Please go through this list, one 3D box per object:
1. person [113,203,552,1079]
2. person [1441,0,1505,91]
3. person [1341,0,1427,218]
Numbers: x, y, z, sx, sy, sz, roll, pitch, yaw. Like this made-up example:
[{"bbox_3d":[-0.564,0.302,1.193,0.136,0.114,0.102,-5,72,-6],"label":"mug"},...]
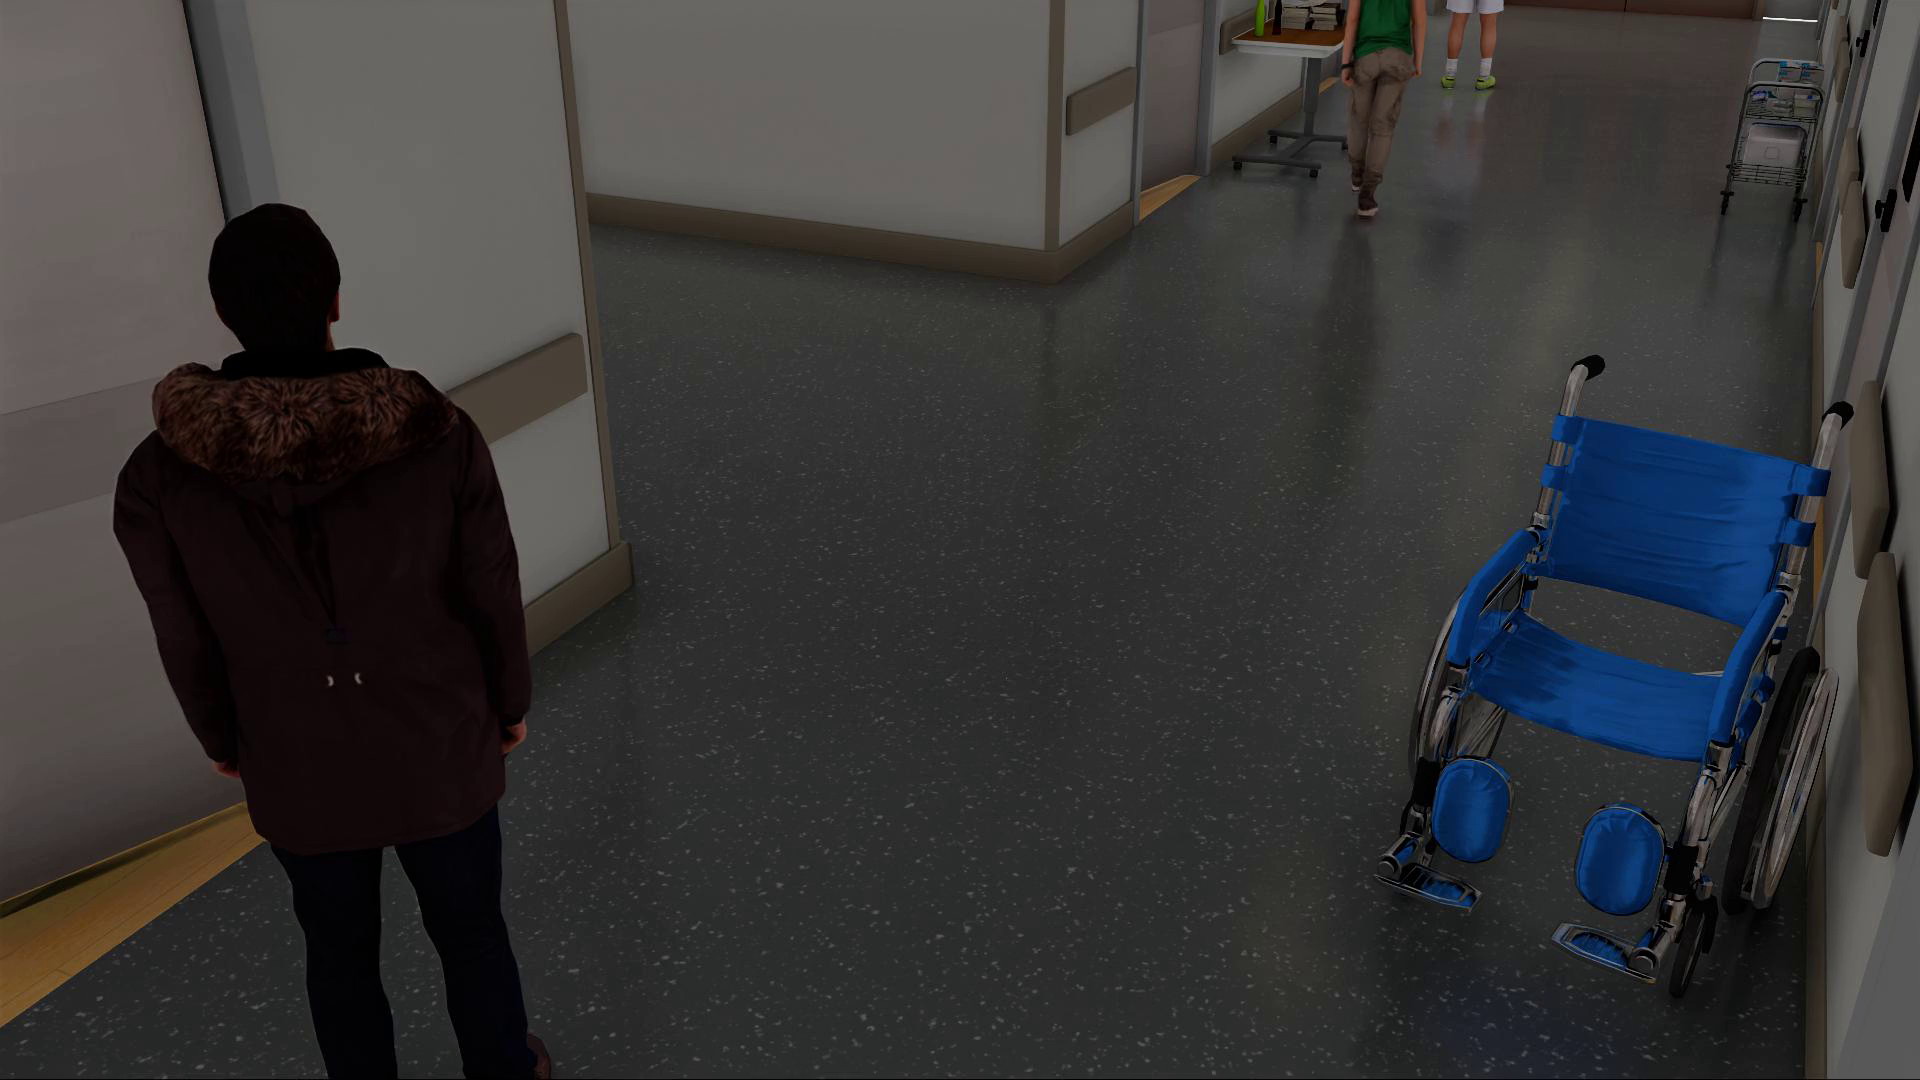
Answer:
[{"bbox_3d":[-1.022,0.338,2.872,0.878,1.847,0.915,-6,26,-12],"label":"person"},{"bbox_3d":[3.985,-4.409,12.723,0.654,1.841,0.585,8,27,17],"label":"person"},{"bbox_3d":[2.340,-2.608,9.252,0.629,1.612,1.052,9,27,19],"label":"person"}]
